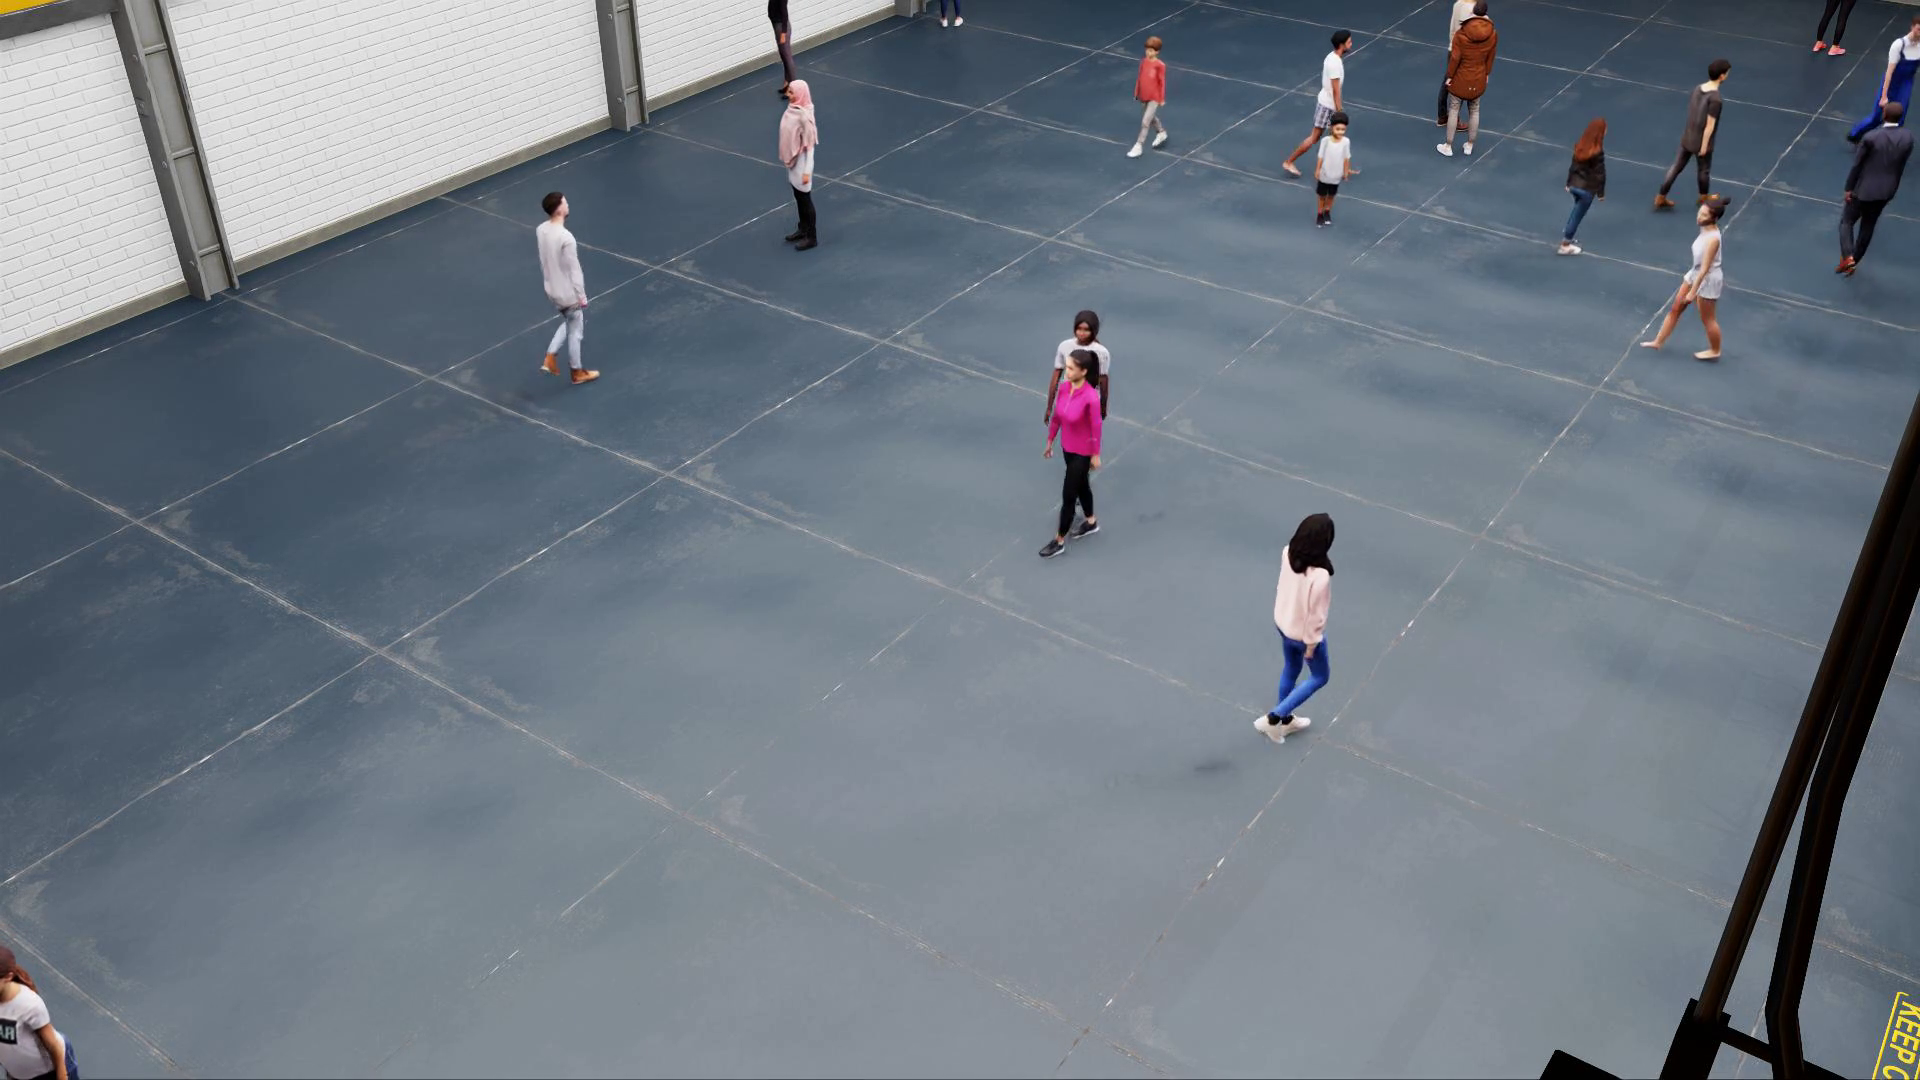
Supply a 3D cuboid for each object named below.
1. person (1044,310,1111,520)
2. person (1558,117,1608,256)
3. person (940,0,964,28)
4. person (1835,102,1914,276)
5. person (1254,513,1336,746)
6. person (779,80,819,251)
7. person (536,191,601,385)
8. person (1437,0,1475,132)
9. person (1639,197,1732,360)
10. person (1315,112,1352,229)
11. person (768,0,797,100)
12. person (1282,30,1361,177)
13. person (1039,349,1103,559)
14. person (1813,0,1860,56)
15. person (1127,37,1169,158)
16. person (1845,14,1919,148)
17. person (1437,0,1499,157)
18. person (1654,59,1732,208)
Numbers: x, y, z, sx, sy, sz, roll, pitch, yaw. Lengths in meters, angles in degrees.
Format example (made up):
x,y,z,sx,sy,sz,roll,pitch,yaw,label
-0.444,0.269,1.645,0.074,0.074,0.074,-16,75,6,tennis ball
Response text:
x,y,z,sx,sy,sz,roll,pitch,yaw,label
0.970,-1.073,13.268,0.703,1.685,1.066,15,36,21,person
6.460,-3.680,17.383,0.706,1.471,0.668,-10,35,-15,person
-0.147,-8.388,24.192,0.693,1.775,0.717,0,34,-1,person
9.233,-3.466,16.803,0.821,1.757,0.855,5,34,8,person
2.111,0.601,10.683,0.892,1.759,0.825,-14,36,-20,person
-1.674,-3.954,17.495,0.757,1.803,0.735,-14,36,-20,person
-3.593,-2.204,14.840,0.833,1.828,0.782,-26,41,-33,person
6.171,-6.006,20.525,0.772,1.868,0.745,-10,35,-15,person
6.935,-2.389,15.332,0.927,1.591,0.993,7,34,10,person
4.060,-4.079,18.183,0.667,1.250,0.753,3,34,4,person
-2.283,-6.579,21.564,0.730,1.670,0.671,-6,34,-8,person
4.165,-4.985,19.147,0.990,1.691,1.165,8,34,11,person
0.978,-0.710,12.730,0.985,1.676,0.781,-21,39,-29,person
12.297,-7.646,23.148,0.656,1.694,0.668,-19,38,-26,person
2.330,-5.334,19.946,1.012,1.388,0.665,-26,42,-34,person
10.927,-5.298,19.515,1.055,1.806,1.190,-5,34,-7,person
6.048,-5.486,19.767,0.858,1.839,0.910,-3,34,-5,person
8.059,-4.425,18.318,1.142,1.677,1.015,-10,35,-15,person
